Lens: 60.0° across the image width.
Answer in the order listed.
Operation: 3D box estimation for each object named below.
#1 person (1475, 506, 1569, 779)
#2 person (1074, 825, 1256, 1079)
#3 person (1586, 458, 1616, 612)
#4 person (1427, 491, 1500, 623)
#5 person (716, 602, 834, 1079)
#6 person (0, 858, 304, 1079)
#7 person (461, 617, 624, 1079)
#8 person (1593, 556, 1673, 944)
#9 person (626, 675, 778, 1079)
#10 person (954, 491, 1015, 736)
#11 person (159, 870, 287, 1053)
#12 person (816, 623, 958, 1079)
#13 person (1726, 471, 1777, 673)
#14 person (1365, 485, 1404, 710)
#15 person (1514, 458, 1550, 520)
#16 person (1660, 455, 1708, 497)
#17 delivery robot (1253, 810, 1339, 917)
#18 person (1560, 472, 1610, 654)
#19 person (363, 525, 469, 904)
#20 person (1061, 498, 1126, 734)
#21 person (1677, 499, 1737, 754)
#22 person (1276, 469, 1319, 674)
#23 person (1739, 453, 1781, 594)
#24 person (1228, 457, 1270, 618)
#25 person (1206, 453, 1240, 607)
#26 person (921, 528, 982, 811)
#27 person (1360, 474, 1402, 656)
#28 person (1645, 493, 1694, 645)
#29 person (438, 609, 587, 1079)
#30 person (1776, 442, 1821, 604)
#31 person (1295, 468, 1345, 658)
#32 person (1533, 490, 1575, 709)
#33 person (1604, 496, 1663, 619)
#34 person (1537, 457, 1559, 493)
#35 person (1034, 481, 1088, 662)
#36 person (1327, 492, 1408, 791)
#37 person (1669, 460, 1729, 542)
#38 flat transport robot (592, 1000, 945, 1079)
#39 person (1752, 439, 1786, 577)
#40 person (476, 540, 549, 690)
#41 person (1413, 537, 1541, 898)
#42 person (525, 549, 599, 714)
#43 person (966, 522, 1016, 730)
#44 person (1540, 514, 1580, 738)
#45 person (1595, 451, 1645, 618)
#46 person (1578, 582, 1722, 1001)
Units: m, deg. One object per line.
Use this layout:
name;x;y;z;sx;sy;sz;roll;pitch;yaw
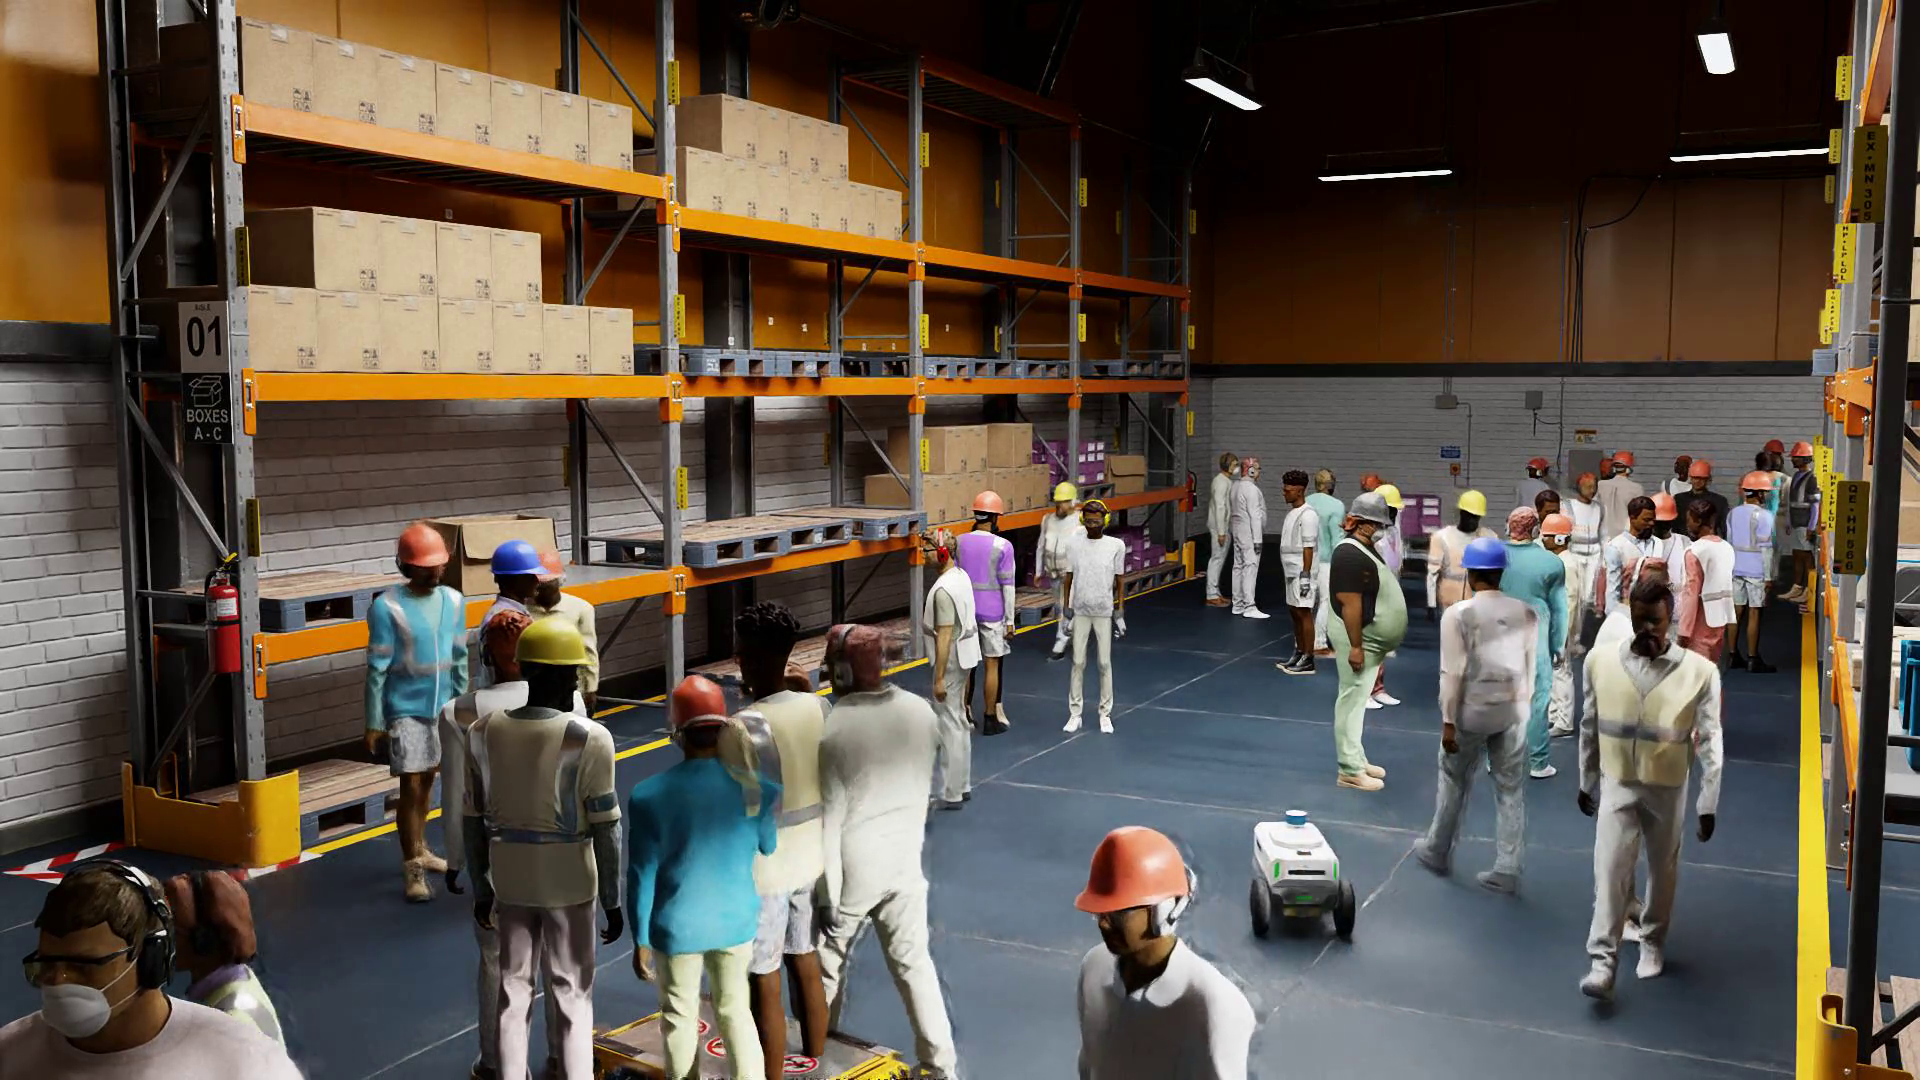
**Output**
person;3.933;0.718;11.666;0.642;1.909;0.410;3;6;29
person;0.520;1.516;3.978;0.627;1.732;0.580;-4;7;-36
person;7.806;-0.057;20.206;0.351;1.877;0.568;-1;5;-7
person;4.289;0.503;14.204;0.608;1.859;1.043;1;5;10
person;-0.689;1.205;6.099;0.367;1.966;0.603;3;6;32
person;-1.468;1.513;2.943;0.627;1.940;0.372;0;5;1
person;-1.484;1.237;5.994;0.594;1.919;0.380;1;5;14
person;3.402;1.028;8.332;0.403;1.906;0.651;4;6;35
person;-0.888;1.343;5.856;0.567;1.734;0.622;-3;6;-26
person;0.188;0.578;13.106;0.548;1.924;0.387;2;6;24
person;-1.833;1.586;3.886;0.805;1.606;0.526;-3;6;-33
person;-0.337;1.240;6.359;0.639;1.870;0.959;-4;7;-37
person;7.598;0.305;15.949;0.357;1.938;0.542;-2;6;-16
person;3.577;0.483;14.163;0.406;1.918;0.582;5;7;41
person;7.914;-0.251;22.929;0.330;1.748;0.560;-4;7;-39
person;8.983;-0.111;20.708;0.573;1.883;0.354;3;6;31
delivery robot;1.715;1.632;8.522;0.477;0.478;0.707;0;5;2
person;6.382;0.244;16.980;0.618;1.861;0.652;-1;5;-12
person;-2.928;0.919;9.032;0.591;2.013;0.660;3;6;31
person;1.055;0.601;13.163;0.514;1.865;0.329;1;5;10
person;5.573;0.647;12.448;0.593;1.909;0.406;-5;7;-41
person;3.235;0.303;15.894;0.370;1.958;0.598;-1;5;-8
person;10.475;-0.208;21.849;0.610;1.868;0.621;-3;6;-29
person;3.430;-0.029;19.700;0.410;1.909;0.642;-1;6;-15
person;3.276;-0.128;20.717;0.394;1.926;0.642;1;5;15
person;-0.063;0.835;10.794;0.394;1.836;0.560;1;5;9
person;4.197;0.243;17.142;0.590;1.831;0.981;-2;6;-24
person;5.468;0.588;13.004;0.551;1.923;0.393;1;5;10
person;-1.737;1.208;6.523;0.573;1.883;0.356;-2;6;-23
person;10.597;-0.214;20.962;0.388;2.045;0.605;0;5;3
person;3.642;0.233;16.915;0.484;1.914;0.648;-3;6;-29
person;4.761;0.537;13.652;0.595;1.908;0.410;-2;6;-21
person;5.205;0.607;12.875;0.600;1.909;0.398;-3;6;-32
person;8.369;-0.317;23.749;0.600;1.727;0.551;-5;7;-41
person;1.087;0.295;16.828;0.592;1.804;0.879;4;6;34
person;2.804;0.672;11.446;0.535;2.000;0.674;2;6;18
person;8.010;0.101;18.022;0.618;1.968;0.945;3;6;32
flat transport robot;-0.784;2.025;6.303;1.431;0.197;0.652;4;7;37
person;11.574;-0.445;23.789;0.611;1.985;0.412;-2;6;-24
person;-2.344;0.967;8.761;0.391;1.948;0.606;-1;5;-8
person;2.843;0.939;9.188;0.645;1.914;0.888;-1;5;-13
person;-2.563;0.917;10.430;0.594;1.738;0.379;0;5;-1
person;0.201;0.668;13.320;0.535;1.697;0.318;-2;6;-19
person;4.655;0.668;13.018;0.336;1.749;0.575;1;5;8
person;7.756;-0.050;19.548;0.415;1.986;0.639;-5;7;-43
person;3.062;1.125;7.459;0.617;1.863;1.003;3;6;30
